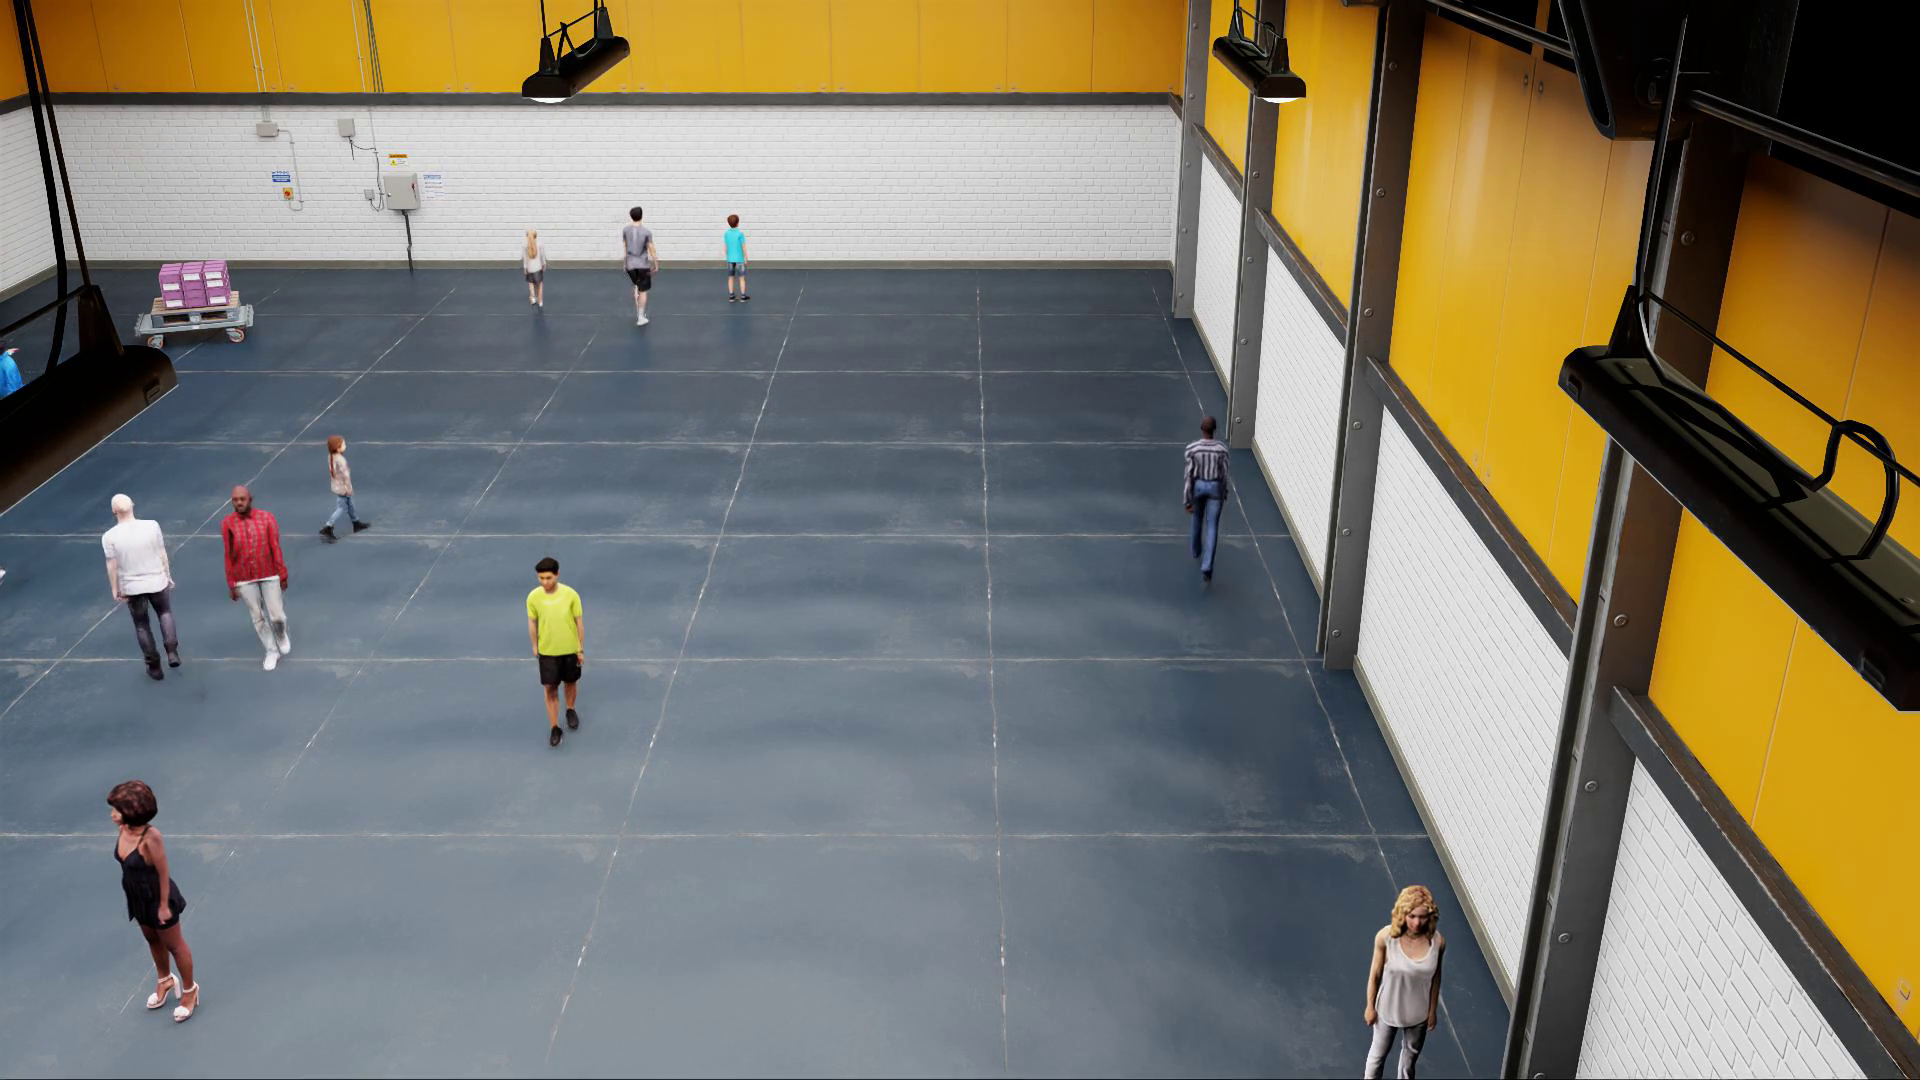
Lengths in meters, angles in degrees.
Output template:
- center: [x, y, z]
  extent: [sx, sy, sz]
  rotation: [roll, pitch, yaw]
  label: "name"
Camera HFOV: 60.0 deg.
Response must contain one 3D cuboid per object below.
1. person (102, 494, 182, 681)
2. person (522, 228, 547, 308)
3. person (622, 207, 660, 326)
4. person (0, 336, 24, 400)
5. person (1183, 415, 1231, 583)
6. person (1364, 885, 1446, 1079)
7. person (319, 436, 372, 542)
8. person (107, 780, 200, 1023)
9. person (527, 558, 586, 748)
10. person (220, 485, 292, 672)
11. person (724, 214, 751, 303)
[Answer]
- center: [-7.473, 0.461, 15.281]
  extent: [0.836, 1.819, 0.886]
  rotation: [-18, 29, -35]
  label: "person"
- center: [-6.958, -4.444, 27.203]
  extent: [0.645, 1.257, 0.792]
  rotation: [-7, 25, -16]
  label: "person"
- center: [-5.079, -4.271, 26.058]
  extent: [0.774, 1.856, 0.794]
  rotation: [6, 24, 14]
  label: "person"
- center: [-11.361, -1.660, 20.183]
  extent: [0.838, 1.778, 0.899]
  rotation: [21, 31, 39]
  label: "person"
- center: [2.587, -0.395, 17.331]
  extent: [0.748, 1.745, 1.186]
  rotation: [3, 24, 8]
  label: "person"
- center: [2.690, 2.809, 10.095]
  extent: [0.590, 1.671, 0.537]
  rotation: [1, 24, 3]
  label: "person"
- center: [-6.911, -0.572, 18.442]
  extent: [0.862, 1.180, 0.823]
  rotation: [-19, 30, -37]
  label: "person"
- center: [-5.319, 2.364, 10.964]
  extent: [0.655, 1.789, 0.683]
  rotation: [13, 27, 28]
  label: "person"
- center: [-3.485, 0.886, 14.478]
  extent: [0.733, 1.682, 0.932]
  rotation: [-5, 24, -12]
  label: "person"
- center: [-6.608, 0.305, 15.649]
  extent: [0.766, 1.809, 0.817]
  rotation: [-6, 24, -14]
  label: "person"
- center: [-3.708, -4.666, 27.471]
  extent: [0.570, 1.449, 0.546]
  rotation: [6, 24, 15]
  label: "person"
